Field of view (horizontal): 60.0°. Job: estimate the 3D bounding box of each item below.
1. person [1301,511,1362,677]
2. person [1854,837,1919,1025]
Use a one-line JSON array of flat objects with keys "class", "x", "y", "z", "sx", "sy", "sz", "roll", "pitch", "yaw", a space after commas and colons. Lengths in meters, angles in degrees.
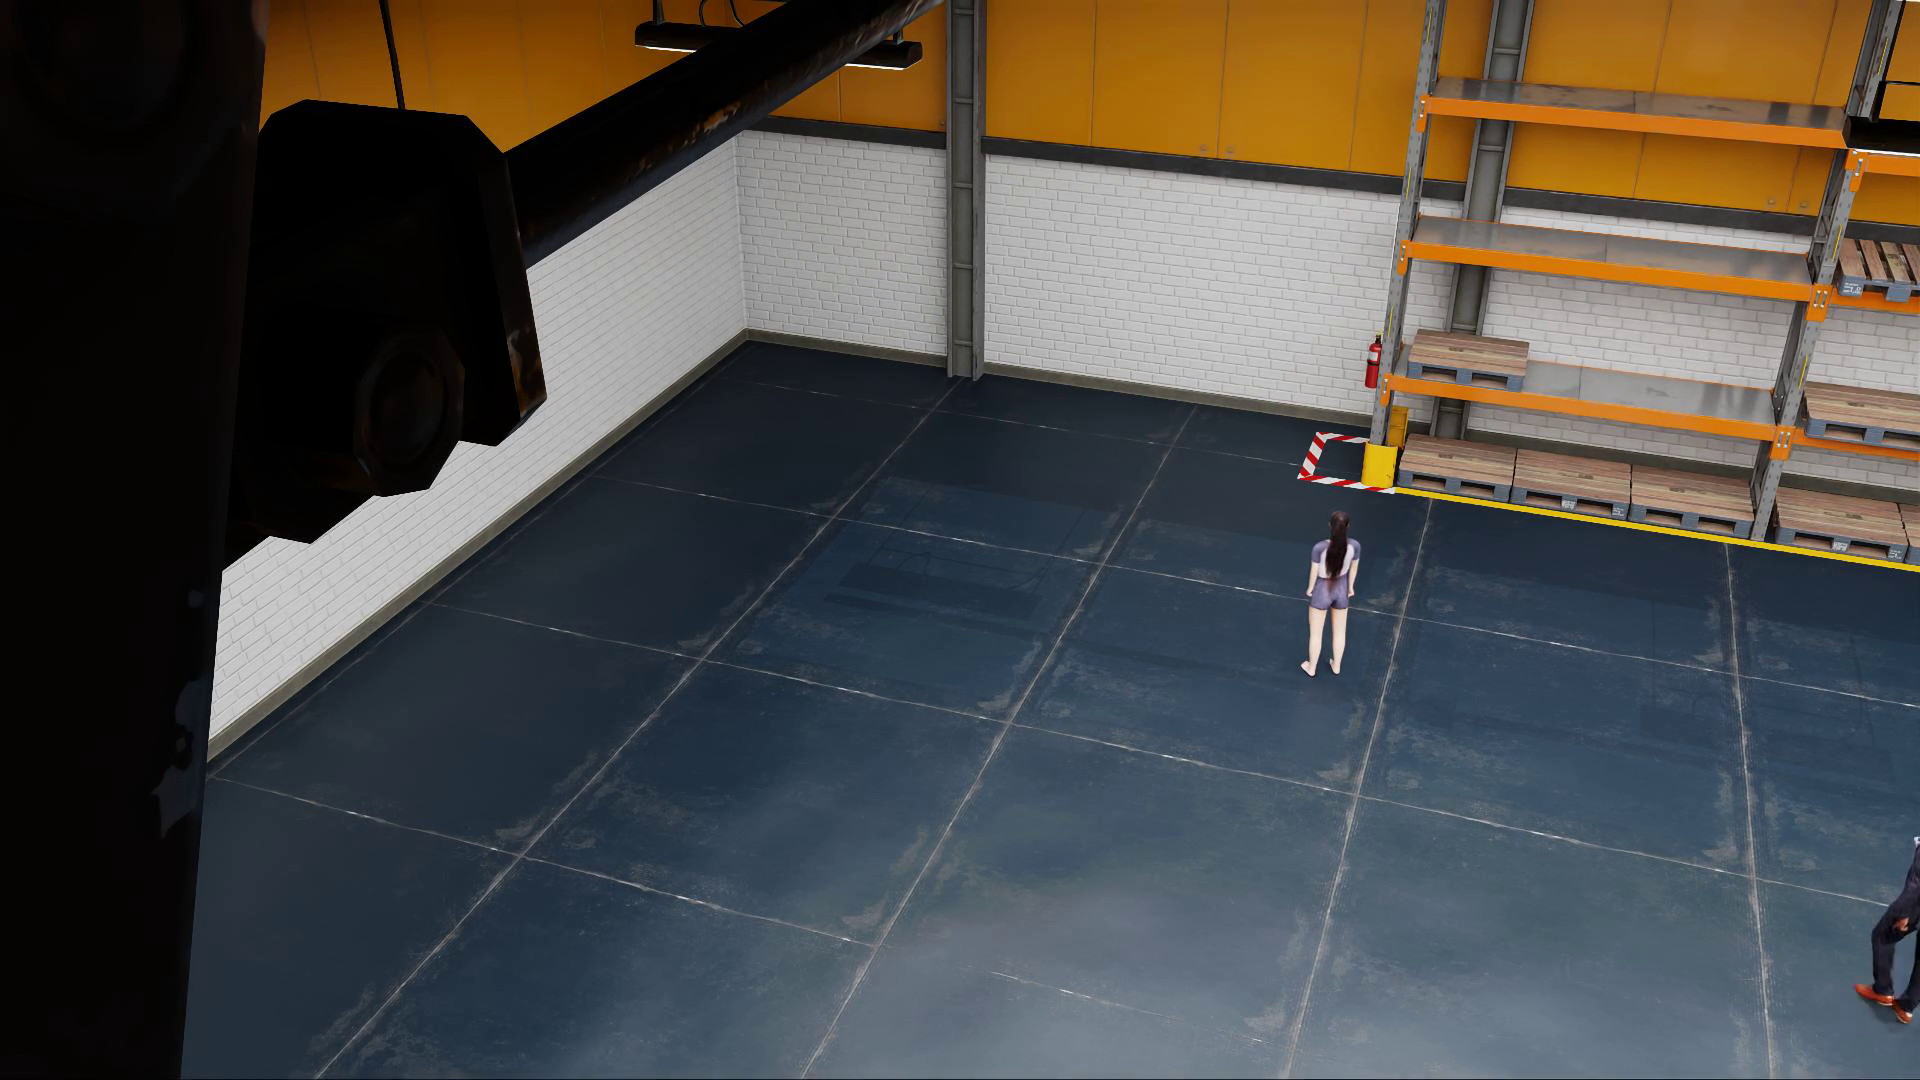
[{"class": "person", "x": 3.312, "y": 0.476, "z": 14.832, "sx": 0.613, "sy": 1.651, "sz": 0.731, "roll": -4, "pitch": 29, "yaw": -6}, {"class": "person", "x": 6.447, "y": 2.486, "z": 10.982, "sx": 0.747, "sy": 1.809, "sz": 0.872, "roll": -3, "pitch": 29, "yaw": -5}]
